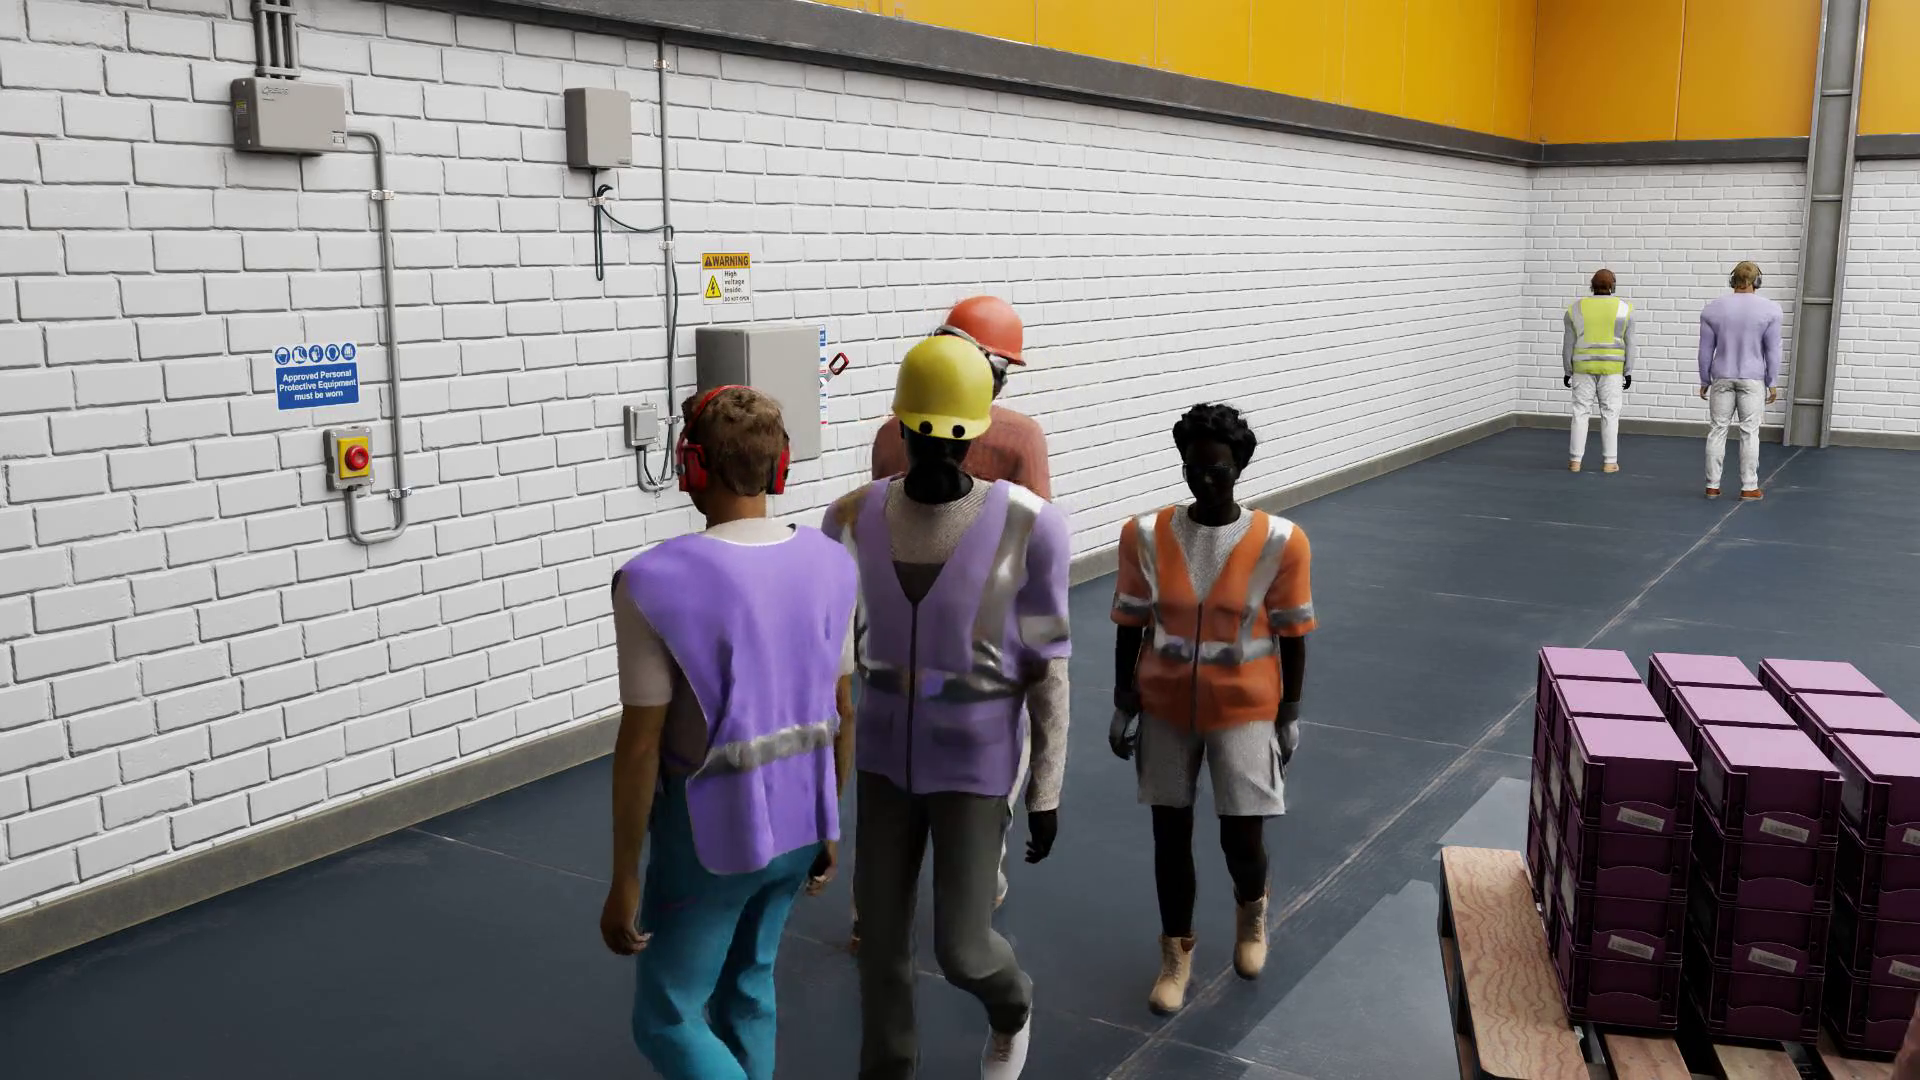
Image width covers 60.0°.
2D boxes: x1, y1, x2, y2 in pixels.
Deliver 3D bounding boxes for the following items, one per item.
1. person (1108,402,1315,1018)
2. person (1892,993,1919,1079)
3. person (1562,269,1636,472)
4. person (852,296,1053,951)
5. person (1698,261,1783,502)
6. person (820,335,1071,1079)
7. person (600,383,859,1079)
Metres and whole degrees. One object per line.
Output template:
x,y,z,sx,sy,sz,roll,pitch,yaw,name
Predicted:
0.669,0.465,4.496,0.539,1.686,0.385,4,11,21,person
1.309,0.816,2.009,0.880,1.866,0.659,2,10,12,person
5.791,-1.531,15.103,0.626,1.844,0.429,4,11,23,person
-0.014,0.252,4.971,0.632,1.930,0.710,6,12,30,person
6.286,-1.276,13.438,0.628,1.935,0.373,8,13,36,person
-0.035,0.482,3.758,0.606,1.905,0.570,5,11,24,person
-0.438,0.603,3.326,0.632,1.819,0.598,9,14,42,person
